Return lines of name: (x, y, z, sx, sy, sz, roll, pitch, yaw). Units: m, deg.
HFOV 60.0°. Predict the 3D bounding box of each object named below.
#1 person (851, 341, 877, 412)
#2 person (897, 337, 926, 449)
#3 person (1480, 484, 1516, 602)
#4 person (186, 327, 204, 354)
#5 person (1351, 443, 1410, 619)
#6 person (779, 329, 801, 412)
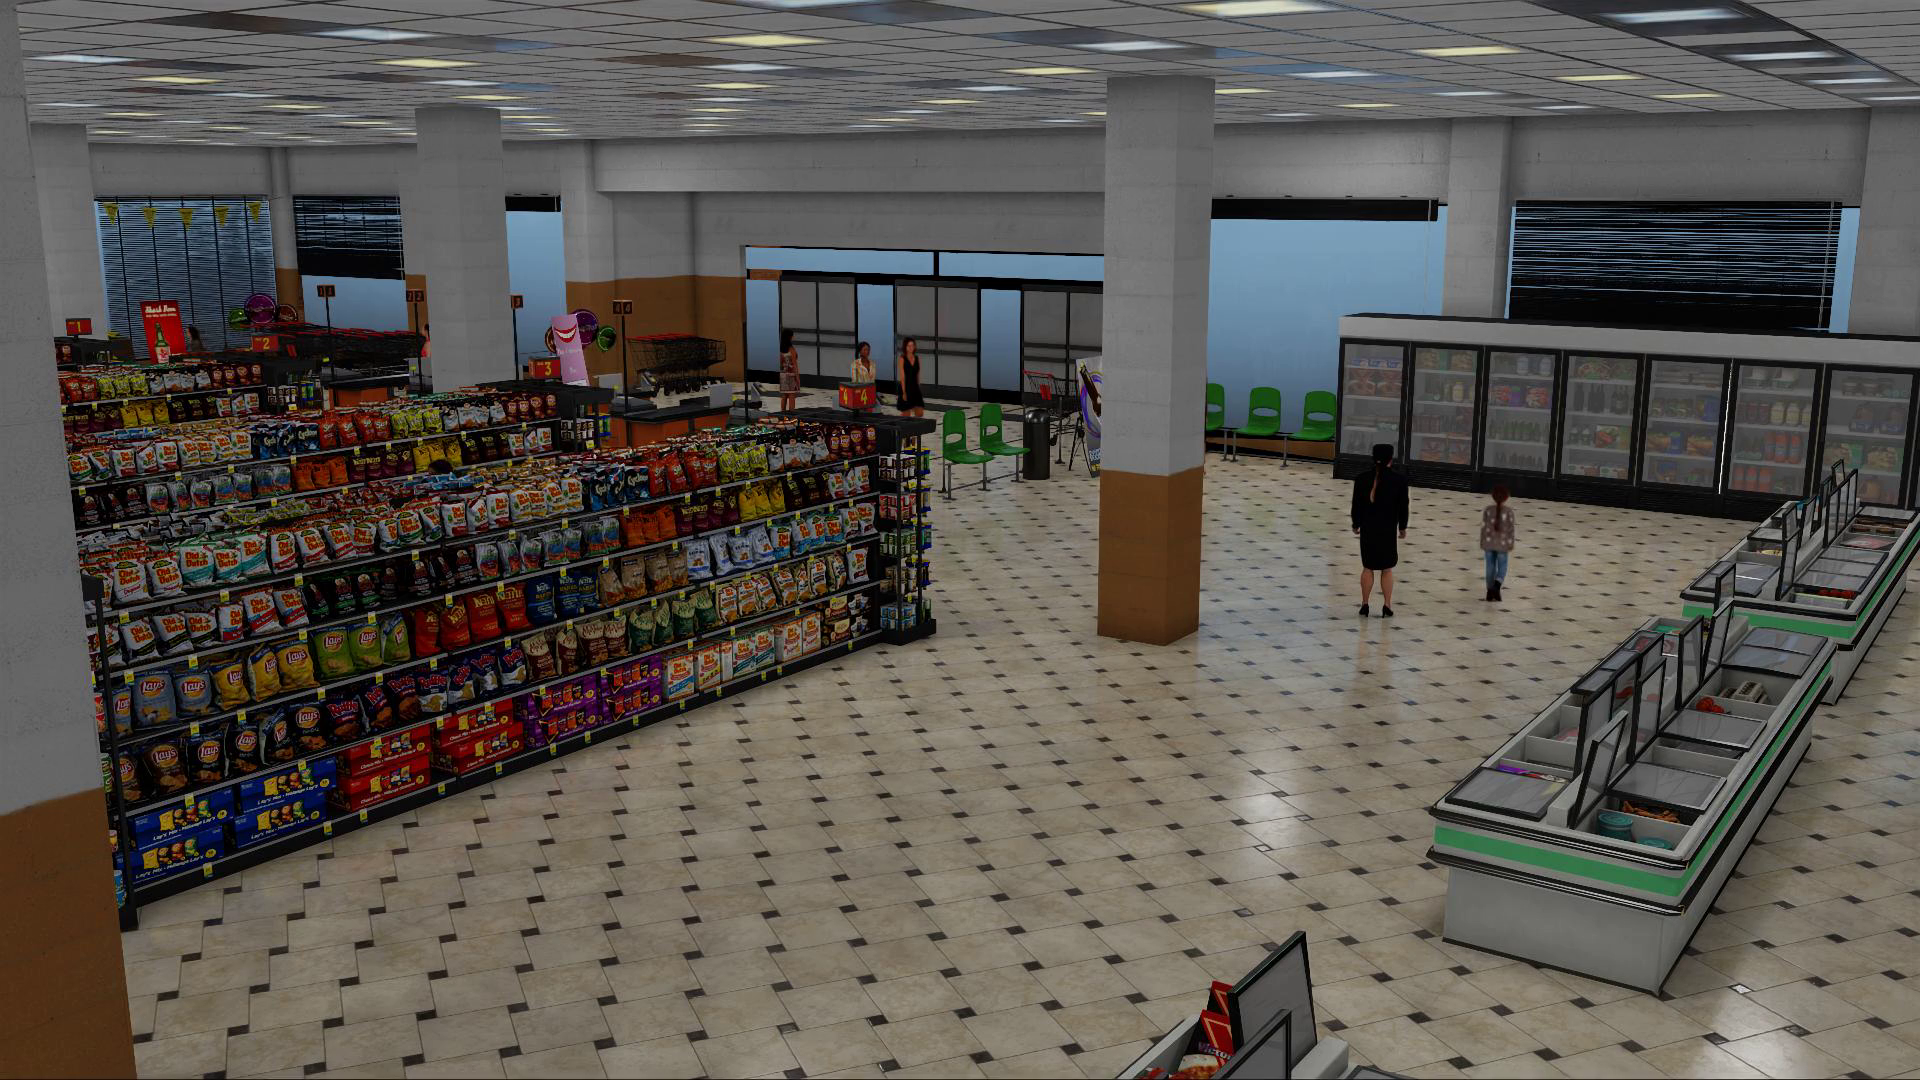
person: (-1.456, -2.122, 25.262, 0.578, 1.792, 0.723, -9, 15, -36)
person: (-0.840, -2.214, 25.635, 0.670, 1.819, 0.731, -8, 14, -34)
person: (5.305, 0.038, 16.471, 0.519, 1.187, 0.647, 6, 13, 27)
person: (-14.587, -3.351, 31.879, 0.731, 1.471, 0.685, -10, 15, -39)
person: (3.995, -0.085, 15.882, 0.748, 1.671, 0.705, 5, 13, 21)
person: (-3.012, -2.883, 29.232, 0.600, 1.645, 0.692, -11, 16, -42)
